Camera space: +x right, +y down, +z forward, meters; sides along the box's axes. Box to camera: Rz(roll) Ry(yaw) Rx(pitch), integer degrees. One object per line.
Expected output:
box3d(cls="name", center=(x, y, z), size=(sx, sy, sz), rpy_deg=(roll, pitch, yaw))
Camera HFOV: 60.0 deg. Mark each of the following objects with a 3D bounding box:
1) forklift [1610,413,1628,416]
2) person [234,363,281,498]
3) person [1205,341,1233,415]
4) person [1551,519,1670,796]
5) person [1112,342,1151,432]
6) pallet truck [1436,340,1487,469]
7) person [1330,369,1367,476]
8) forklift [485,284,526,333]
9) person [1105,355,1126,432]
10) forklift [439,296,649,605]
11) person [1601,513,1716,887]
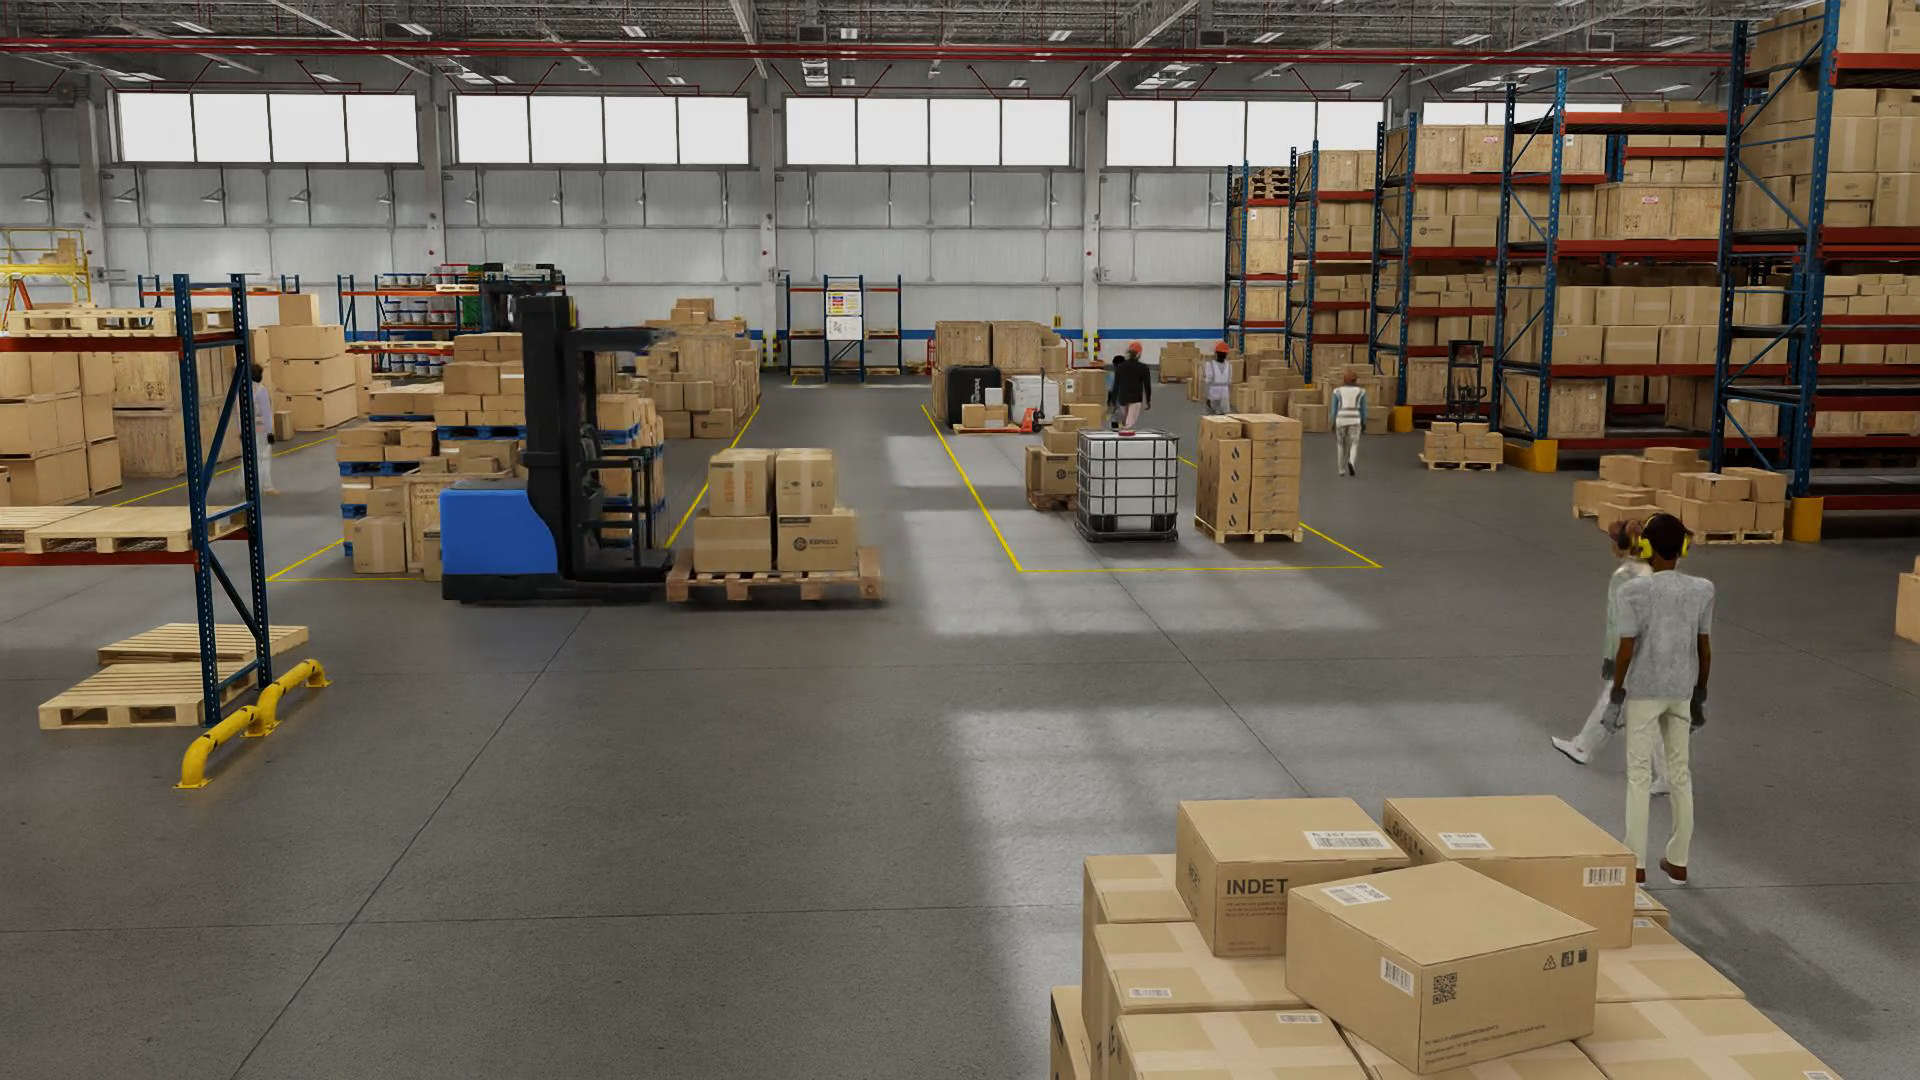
box3d(cls="forklift", center=(13.849, -4.161, 36.159), size=(1.873, 2.768, 1.129), rpy_deg=(8, 12, 42))
box3d(cls="person", center=(-9.578, -1.491, 22.650), size=(0.633, 1.840, 0.429), rpy_deg=(5, 10, 30))
box3d(cls="person", center=(4.465, -2.490, 28.811), size=(0.550, 1.893, 0.994), rpy_deg=(-3, 9, -16))
box3d(cls="person", center=(3.947, 0.668, 9.898), size=(0.929, 1.578, 0.558), rpy_deg=(8, 12, 42))
box3d(cls="person", center=(2.832, -2.289, 27.397), size=(0.593, 1.930, 1.080), rpy_deg=(6, 11, 34))
box3d(cls="pallet truck", center=(8.004, -2.170, 26.422), size=(0.823, 1.965, 1.885), rpy_deg=(2, 9, 14))
box3d(cls="person", center=(5.813, -1.744, 24.932), size=(0.560, 1.626, 0.508), rpy_deg=(3, 9, 16))
box3d(cls="forklift", center=(-10.012, -4.269, 36.839), size=(1.129, 2.768, 1.873), rpy_deg=(5, 10, 30))
box3d(cls="person", center=(2.658, -2.239, 27.780), size=(0.540, 1.698, 0.317), rpy_deg=(-5, 11, -31))
box3d(cls="forklift", center=(-3.828, -0.866, 15.468), size=(1.873, 2.768, 1.129), rpy_deg=(-1, 9, -4))
box3d(cls="person", center=(3.452, 0.791, 8.245), size=(0.519, 1.865, 0.327), rpy_deg=(0, 9, -3))
